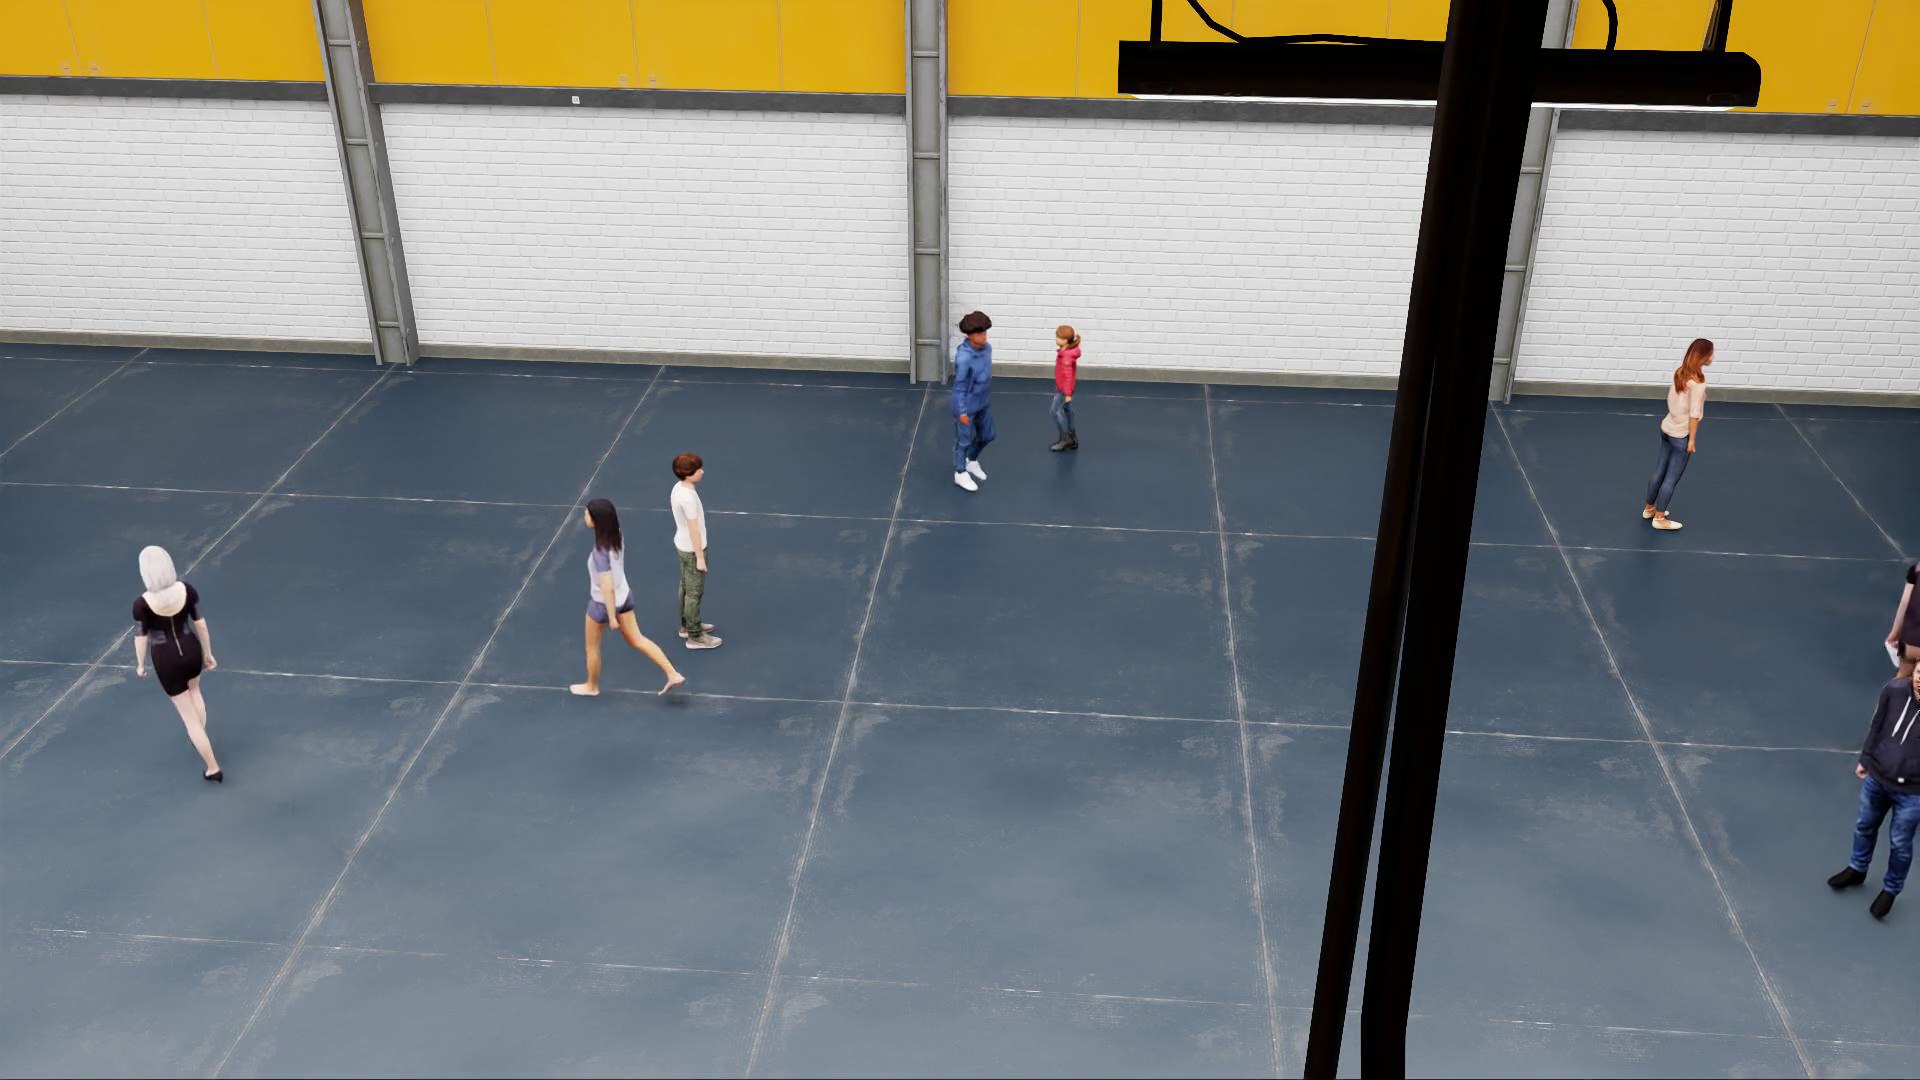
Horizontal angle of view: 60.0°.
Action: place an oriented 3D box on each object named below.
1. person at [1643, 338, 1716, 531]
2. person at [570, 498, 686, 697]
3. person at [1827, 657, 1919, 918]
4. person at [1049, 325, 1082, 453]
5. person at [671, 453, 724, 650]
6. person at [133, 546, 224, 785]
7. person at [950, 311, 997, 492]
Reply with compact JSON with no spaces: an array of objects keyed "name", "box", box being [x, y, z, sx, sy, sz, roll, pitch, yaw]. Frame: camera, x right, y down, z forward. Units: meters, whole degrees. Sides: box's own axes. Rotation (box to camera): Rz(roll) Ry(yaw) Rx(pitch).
[{"name":"person","box":[6.420,-0.961,14.869,0.571,1.789,0.630,-2,29,-4]},{"name":"person","box":[-2.497,0.473,12.338,1.142,1.697,0.648,5,29,8]},{"name":"person","box":[5.844,1.473,10.307,0.774,1.886,0.756,-15,32,-26]},{"name":"person","box":[1.103,-1.493,16.348,0.503,1.307,0.510,3,29,6]},{"name":"person","box":[-2.121,0.069,13.124,0.658,1.653,0.655,-10,30,-17]},{"name":"person","box":[-5.321,0.895,11.448,0.974,1.807,0.863,20,34,32]},{"name":"person","box":[0.055,-1.315,15.521,0.884,1.787,0.837,22,36,35]}]
